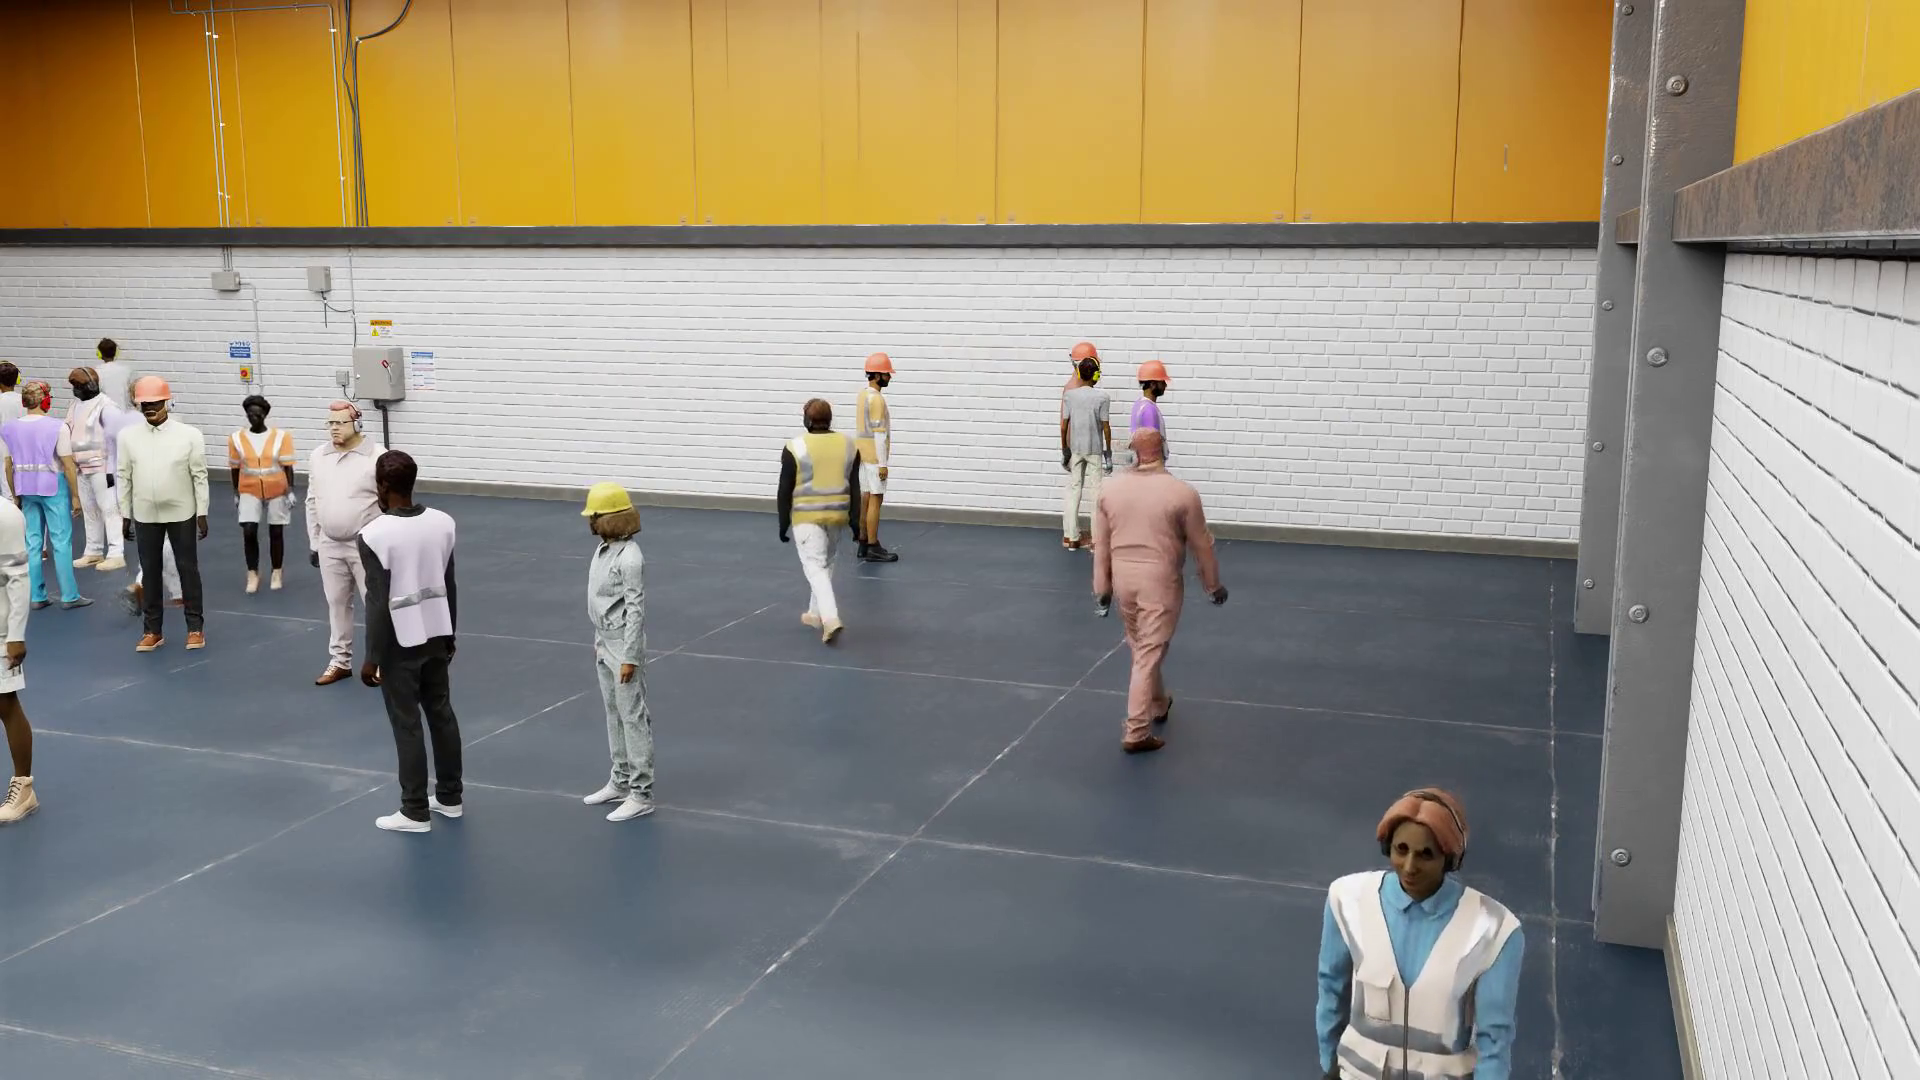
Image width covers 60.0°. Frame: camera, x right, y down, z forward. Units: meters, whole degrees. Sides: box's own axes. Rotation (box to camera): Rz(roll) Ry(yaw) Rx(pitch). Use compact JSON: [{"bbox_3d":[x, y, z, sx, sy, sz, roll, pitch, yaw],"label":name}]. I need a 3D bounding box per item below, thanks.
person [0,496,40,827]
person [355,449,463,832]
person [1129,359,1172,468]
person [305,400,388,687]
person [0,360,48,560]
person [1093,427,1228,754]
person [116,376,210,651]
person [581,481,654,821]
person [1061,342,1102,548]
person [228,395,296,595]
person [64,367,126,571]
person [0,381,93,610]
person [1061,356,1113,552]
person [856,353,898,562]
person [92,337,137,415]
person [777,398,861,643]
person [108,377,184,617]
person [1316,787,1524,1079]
[{"bbox_3d":[-4.974,0.430,8.385,0.614,2.046,0.366,3,11,17],"label":"person"},{"bbox_3d":[-2.734,0.505,8.320,0.371,1.916,0.597,5,11,26],"label":"person"},{"bbox_3d":[1.651,-0.593,14.440,0.349,1.942,0.543,-1,10,-5],"label":"person"},{"bbox_3d":[-4.044,0.026,11.050,0.642,1.909,0.410,1,10,8],"label":"person"},{"bbox_3d":[-8.708,-0.715,15.330,0.328,1.872,0.510,9,13,41],"label":"person"},{"bbox_3d":[1.182,0.271,9.788,0.666,1.859,0.923,8,13,37],"label":"person"},{"bbox_3d":[-5.752,-0.190,12.016,0.618,1.994,0.380,-2,10,-12],"label":"person"},{"bbox_3d":[-1.765,0.559,8.518,0.302,1.742,0.486,-6,12,-32],"label":"person"},{"bbox_3d":[1.174,-0.927,16.170,0.396,1.992,0.623,1,10,6],"label":"person"},{"bbox_3d":[-5.836,-0.373,13.933,0.539,1.680,0.592,-3,11,-17],"label":"person"},{"bbox_3d":[-7.830,-0.644,15.026,0.622,1.838,0.429,5,11,28],"label":"person"},{"bbox_3d":[-7.332,-0.343,13.306,0.563,1.844,0.389,0,10,2],"label":"person"},{"bbox_3d":[1.219,-0.817,15.906,0.533,1.869,0.311,5,11,27],"label":"person"},{"bbox_3d":[-0.767,-0.768,15.437,0.373,1.935,0.552,-4,11,-20],"label":"person"},{"bbox_3d":[-9.803,-1.423,19.351,0.544,1.858,0.532,-8,13,-40],"label":"person"},{"bbox_3d":[-1.028,-0.158,12.399,0.634,1.807,0.940,-6,11,-29],"label":"person"},{"bbox_3d":[-6.416,-0.327,13.133,0.658,1.893,0.857,2,10,9],"label":"person"},{"bbox_3d":[1.104,1.397,4.117,0.504,1.619,0.443,5,11,26],"label":"person"}]
